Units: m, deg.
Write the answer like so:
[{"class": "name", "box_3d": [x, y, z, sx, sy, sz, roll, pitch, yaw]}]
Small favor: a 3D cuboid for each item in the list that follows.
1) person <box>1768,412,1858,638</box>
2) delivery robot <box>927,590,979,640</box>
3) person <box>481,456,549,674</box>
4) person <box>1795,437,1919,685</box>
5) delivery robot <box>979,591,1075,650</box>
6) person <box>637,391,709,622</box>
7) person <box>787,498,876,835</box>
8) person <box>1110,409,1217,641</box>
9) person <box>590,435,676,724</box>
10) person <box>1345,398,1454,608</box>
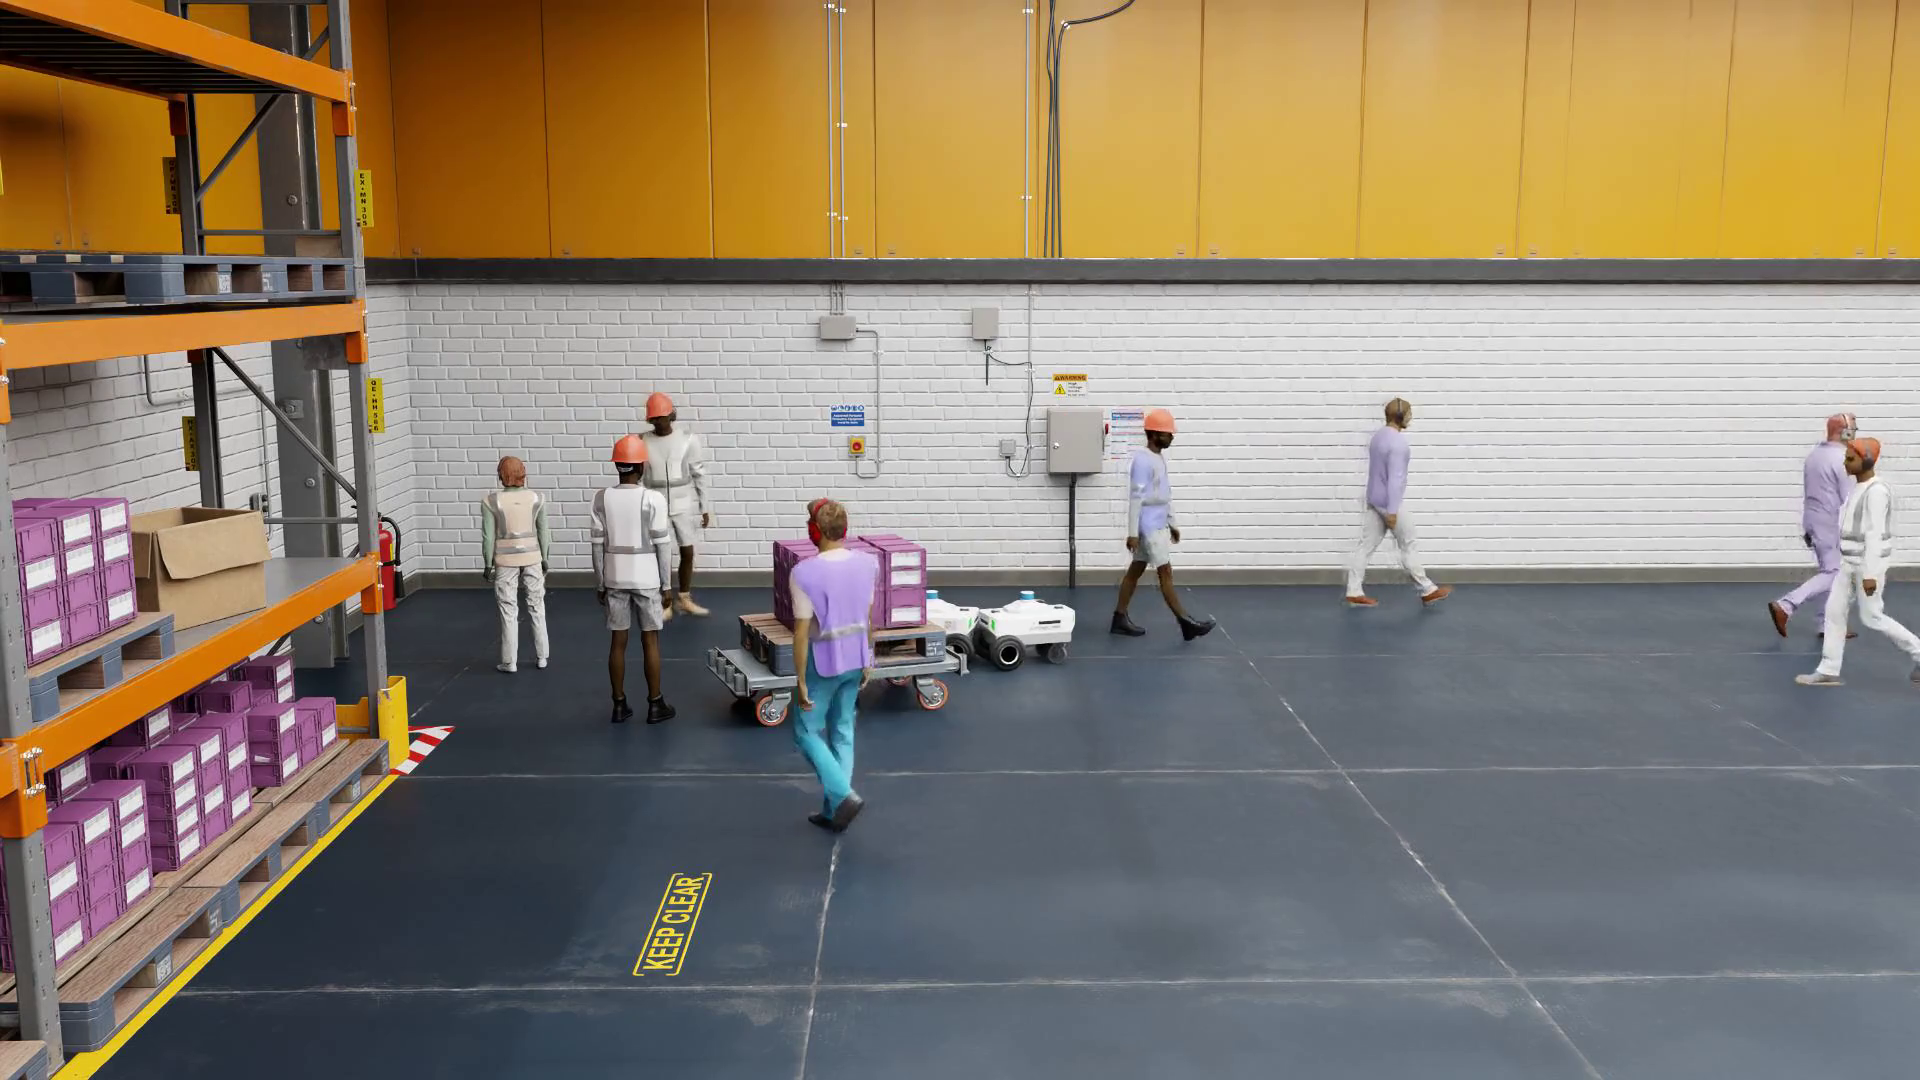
[{"class": "person", "box_3d": [7.004, -0.101, 13.526, 0.723, 1.881, 0.653, 1, 9, 5]}, {"class": "delivery robot", "box_3d": [-0.222, 0.631, 12.814, 0.707, 0.478, 0.477, 2, 9, 10]}, {"class": "person", "box_3d": [-3.333, 0.189, 12.498, 0.515, 1.638, 0.315, -6, 11, -32]}, {"class": "person", "box_3d": [6.602, 0.182, 11.950, 0.872, 1.850, 0.589, 2, 9, 11]}, {"class": "delivery robot", "box_3d": [0.519, 0.636, 12.780, 0.707, 0.478, 0.477, -3, 10, -17]}, {"class": "person", "box_3d": [-2.496, -0.273, 14.215, 0.677, 2.018, 0.530, -2, 10, -15]}, {"class": "person", "box_3d": [-0.656, 0.688, 8.844, 0.571, 1.829, 0.496, -8, 12, -40]}, {"class": "person", "box_3d": [1.669, -0.117, 13.587, 0.965, 1.887, 0.576, 3, 10, 20]}, {"class": "person", "box_3d": [-2.178, 0.266, 11.104, 0.543, 1.939, 0.361, 1, 9, 9]}, {"class": "person", "box_3d": [3.917, -0.322, 14.853, 1.001, 1.885, 0.658, -1, 9, -8]}]
